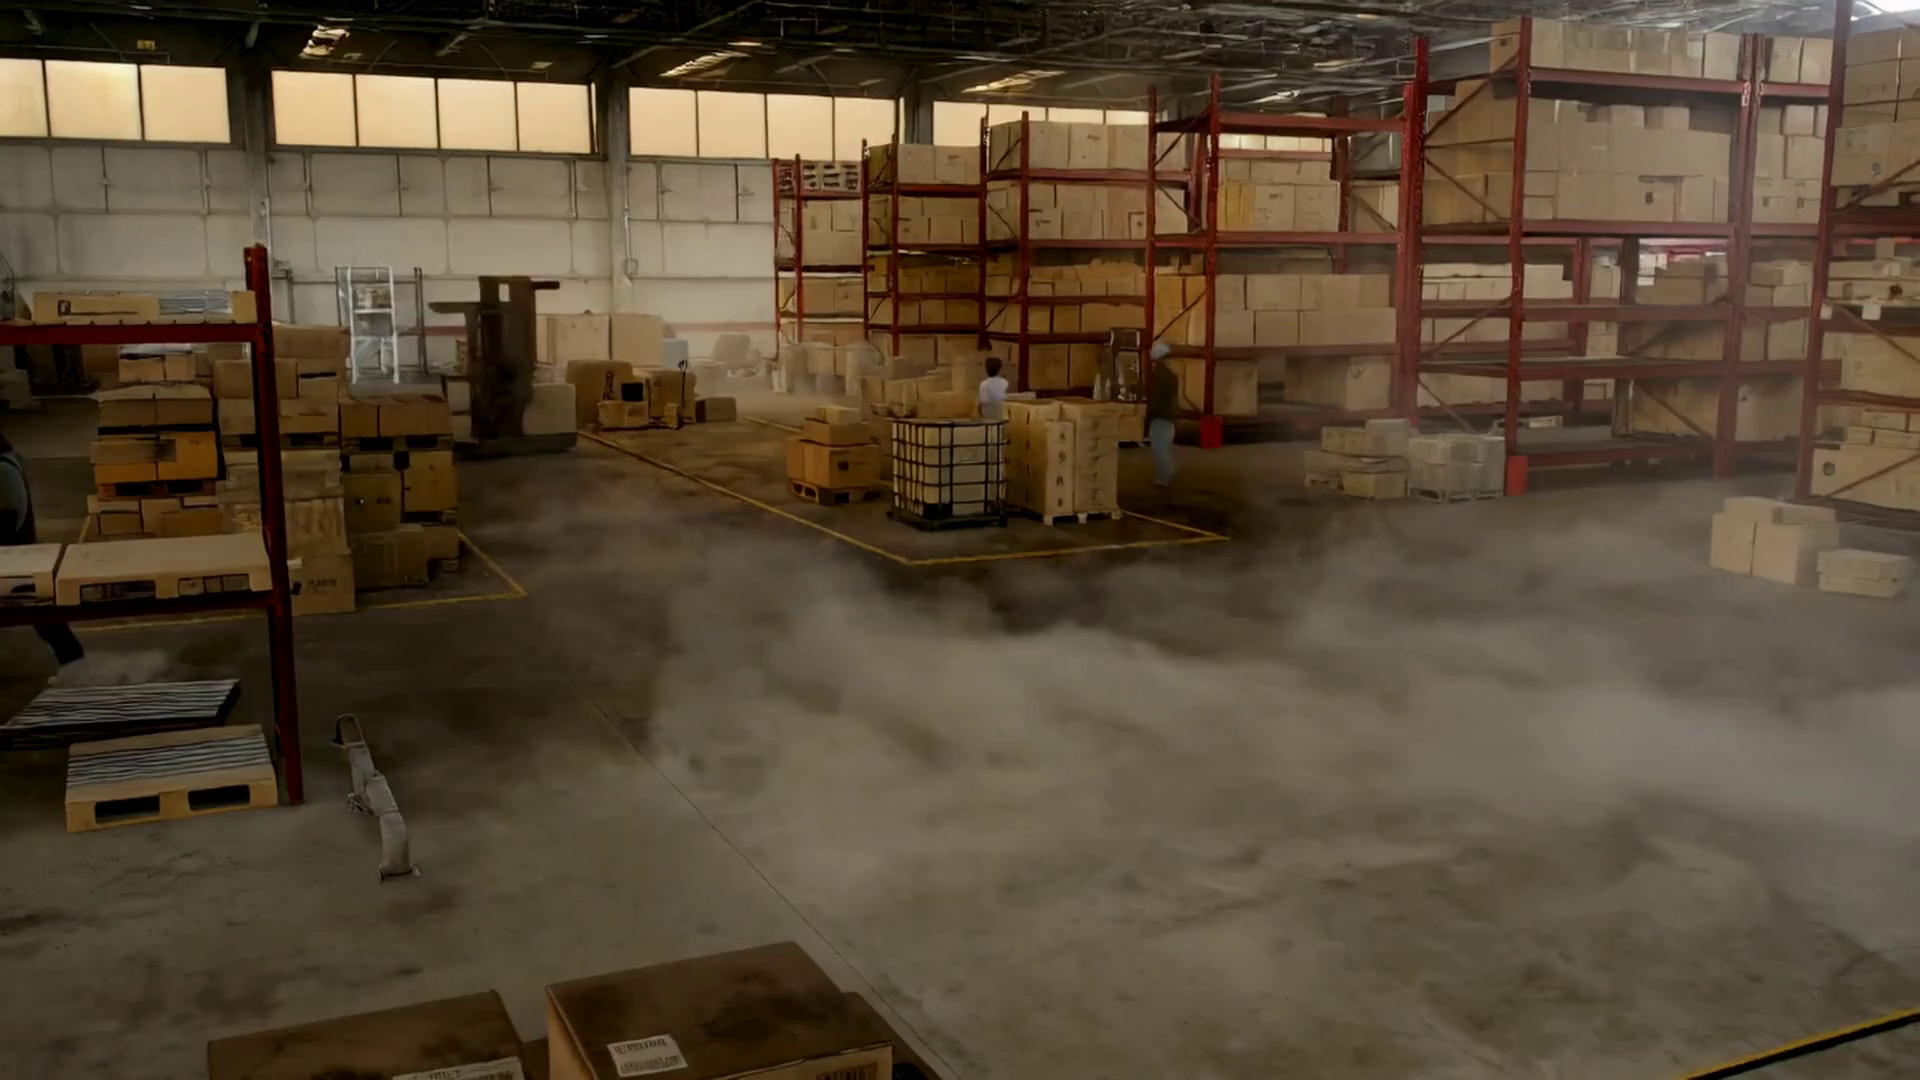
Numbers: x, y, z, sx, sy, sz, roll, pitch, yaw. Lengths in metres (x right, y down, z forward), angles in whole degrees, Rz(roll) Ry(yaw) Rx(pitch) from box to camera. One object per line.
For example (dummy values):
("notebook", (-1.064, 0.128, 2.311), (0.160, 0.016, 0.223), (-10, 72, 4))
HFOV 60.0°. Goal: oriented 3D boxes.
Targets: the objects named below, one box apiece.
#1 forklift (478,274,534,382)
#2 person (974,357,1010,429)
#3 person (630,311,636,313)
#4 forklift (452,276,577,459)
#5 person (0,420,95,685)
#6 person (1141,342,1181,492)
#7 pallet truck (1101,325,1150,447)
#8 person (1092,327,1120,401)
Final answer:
("forklift", (-11.287, -5.374, 42.426), (1.873, 2.768, 1.129), (-4, 10, -25))
("person", (0.419, -1.777, 23.797), (0.557, 1.675, 0.591), (-8, 12, -40))
("person", (-8.142, -4.763, 41.653), (0.540, 1.911, 0.592), (0, 9, 2))
("forklift", (-7.147, -2.774, 26.294), (1.129, 2.768, 1.873), (8, 12, 40))
("person", (-6.543, 0.045, 11.404), (1.011, 2.000, 0.692), (-4, 10, -22))
("person", (2.626, -1.609, 21.880), (0.432, 1.977, 0.615), (5, 11, 31))
("pallet truck", (2.881, -2.596, 27.923), (0.823, 1.965, 1.885), (-1, 9, -7))
("person", (2.807, -3.196, 32.173), (0.556, 1.822, 0.667), (-4, 10, -22))
